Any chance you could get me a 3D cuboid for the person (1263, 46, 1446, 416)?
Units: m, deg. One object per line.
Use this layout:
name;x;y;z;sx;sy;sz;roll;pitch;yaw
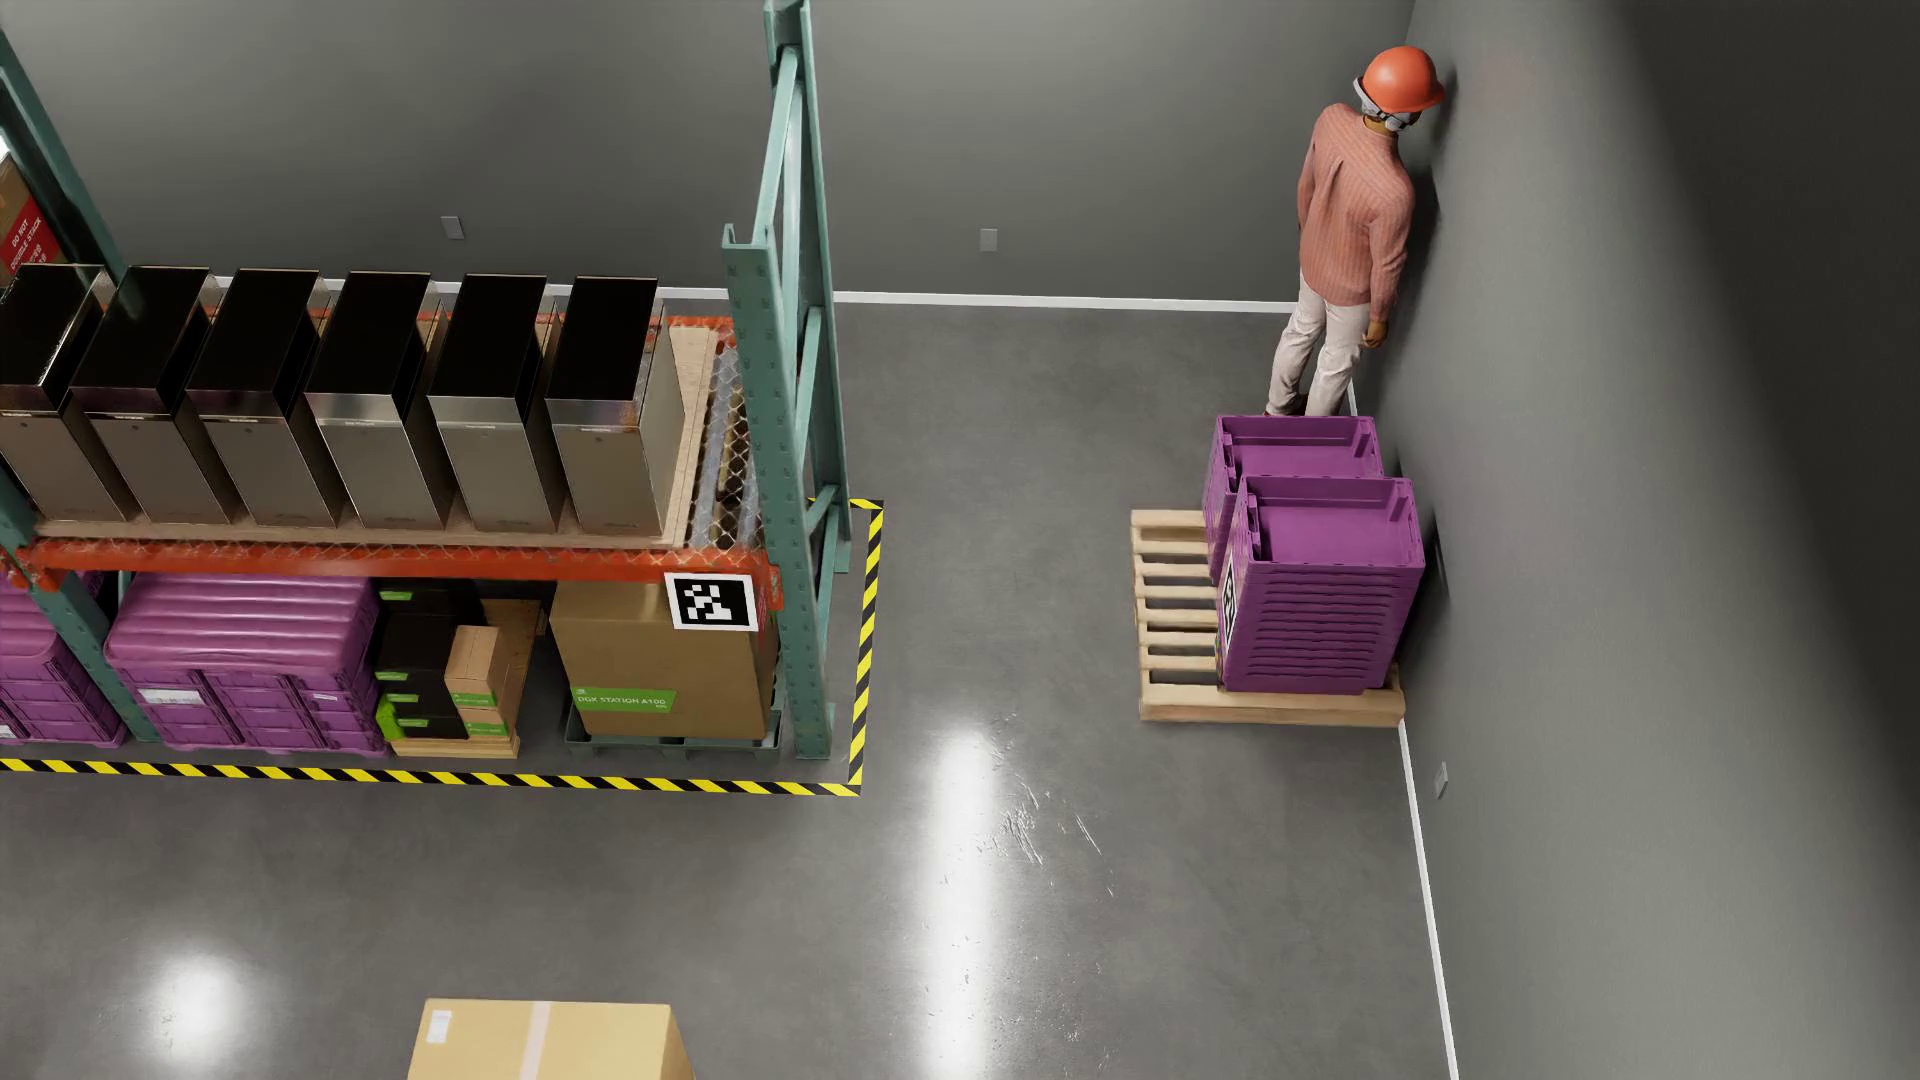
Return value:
person;1.518;-1.061;6.493;0.388;1.992;0.625;-18;54;-13
